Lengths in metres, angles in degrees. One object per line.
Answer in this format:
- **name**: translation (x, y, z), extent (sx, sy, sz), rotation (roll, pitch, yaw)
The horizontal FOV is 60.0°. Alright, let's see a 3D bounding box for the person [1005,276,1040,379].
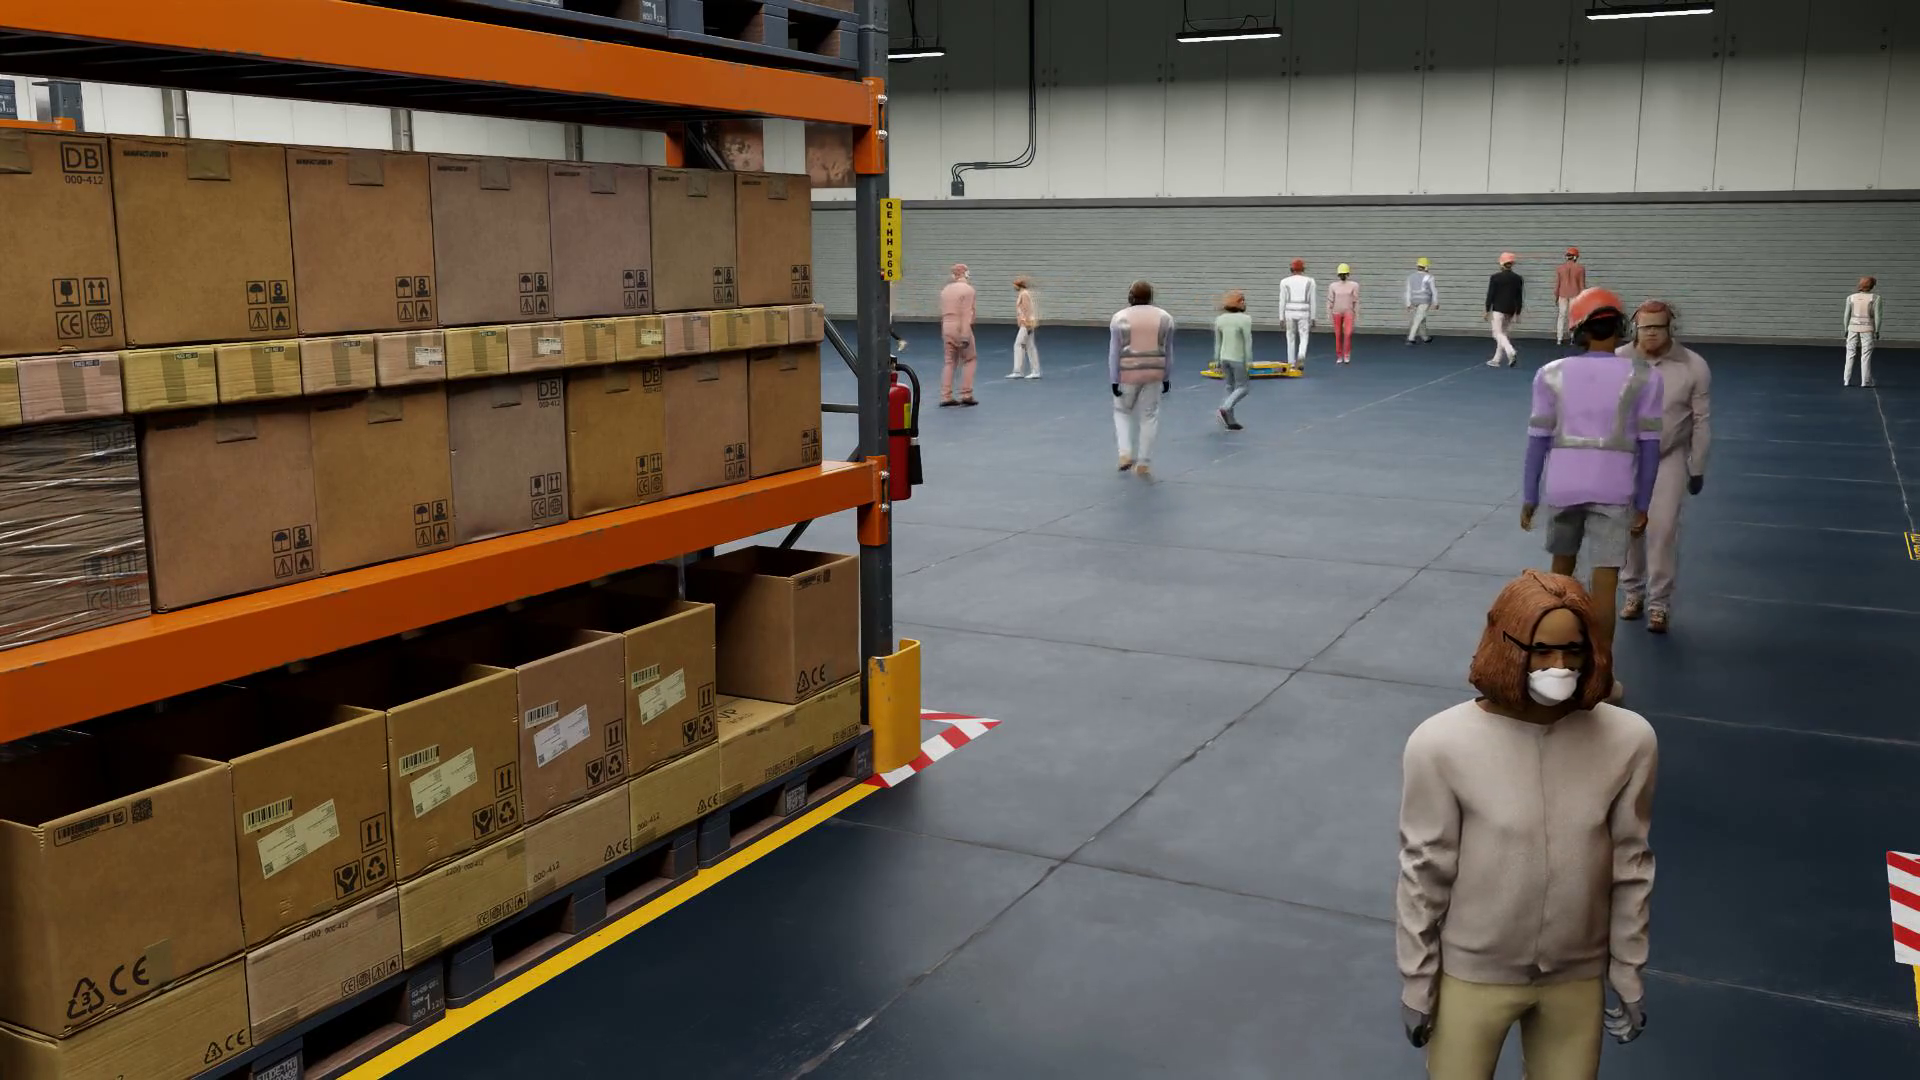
- **person**: translation (0.957, -3.322, 26.016), extent (0.664, 1.607, 0.541), rotation (1, 10, 4)

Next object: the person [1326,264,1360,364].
- **person**: translation (6.665, -3.934, 28.995), extent (0.557, 1.733, 0.795), rotation (4, 11, 19)

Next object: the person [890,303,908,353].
- **person**: translation (-1.406, -4.375, 31.625), extent (0.785, 1.671, 0.536), rotation (0, 10, 2)

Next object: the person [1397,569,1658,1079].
- **person**: translation (1.087, 0.852, 3.237), extent (0.494, 1.624, 0.280), rotation (-1, 10, -4)

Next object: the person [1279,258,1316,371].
- **person**: translation (5.502, -3.659, 27.153), extent (0.602, 1.871, 0.647), rotation (2, 11, 10)

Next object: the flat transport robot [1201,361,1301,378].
- **flat transport robot**: translation (4.595, -2.693, 26.259), extent (1.431, 0.197, 0.652), rotation (-4, 11, -19)

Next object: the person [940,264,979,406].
- **person**: translation (-0.035, -2.697, 21.948), extent (0.646, 1.856, 0.669), rotation (-10, 14, -42)

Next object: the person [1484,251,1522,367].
- **person**: translation (9.264, -3.901, 28.222), extent (0.611, 1.974, 0.849), rotation (-3, 11, -18)

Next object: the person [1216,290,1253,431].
- **person**: translation (3.106, -2.041, 19.001), extent (0.458, 1.619, 0.520), rotation (-8, 13, -39)

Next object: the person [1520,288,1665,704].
- **person**: translation (3.099, -0.231, 8.194), extent (0.637, 1.982, 0.843), rotation (7, 12, 33)

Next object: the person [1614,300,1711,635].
- **person**: translation (3.889, -0.417, 9.476), extent (0.646, 1.870, 0.857), rotation (6, 12, 31)

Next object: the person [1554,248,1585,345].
- **person**: translation (12.540, -5.006, 34.197), extent (0.611, 1.985, 0.393), rotation (7, 13, 34)

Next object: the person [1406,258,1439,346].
- **person**: translation (9.396, -4.844, 33.875), extent (0.949, 1.790, 0.582), rotation (-7, 13, -34)

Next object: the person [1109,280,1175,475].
- **person**: translation (1.694, -1.517, 15.628), extent (0.632, 1.827, 0.470), rotation (-1, 10, -5)

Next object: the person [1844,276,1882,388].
- **person**: translation (13.335, -3.075, 24.601), extent (0.315, 1.640, 0.514), rotation (-9, 13, -39)

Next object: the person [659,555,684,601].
- **person**: translation (-1.484, -0.100, 8.166), extent (0.534, 1.717, 0.898), rotation (9, 14, 40)
